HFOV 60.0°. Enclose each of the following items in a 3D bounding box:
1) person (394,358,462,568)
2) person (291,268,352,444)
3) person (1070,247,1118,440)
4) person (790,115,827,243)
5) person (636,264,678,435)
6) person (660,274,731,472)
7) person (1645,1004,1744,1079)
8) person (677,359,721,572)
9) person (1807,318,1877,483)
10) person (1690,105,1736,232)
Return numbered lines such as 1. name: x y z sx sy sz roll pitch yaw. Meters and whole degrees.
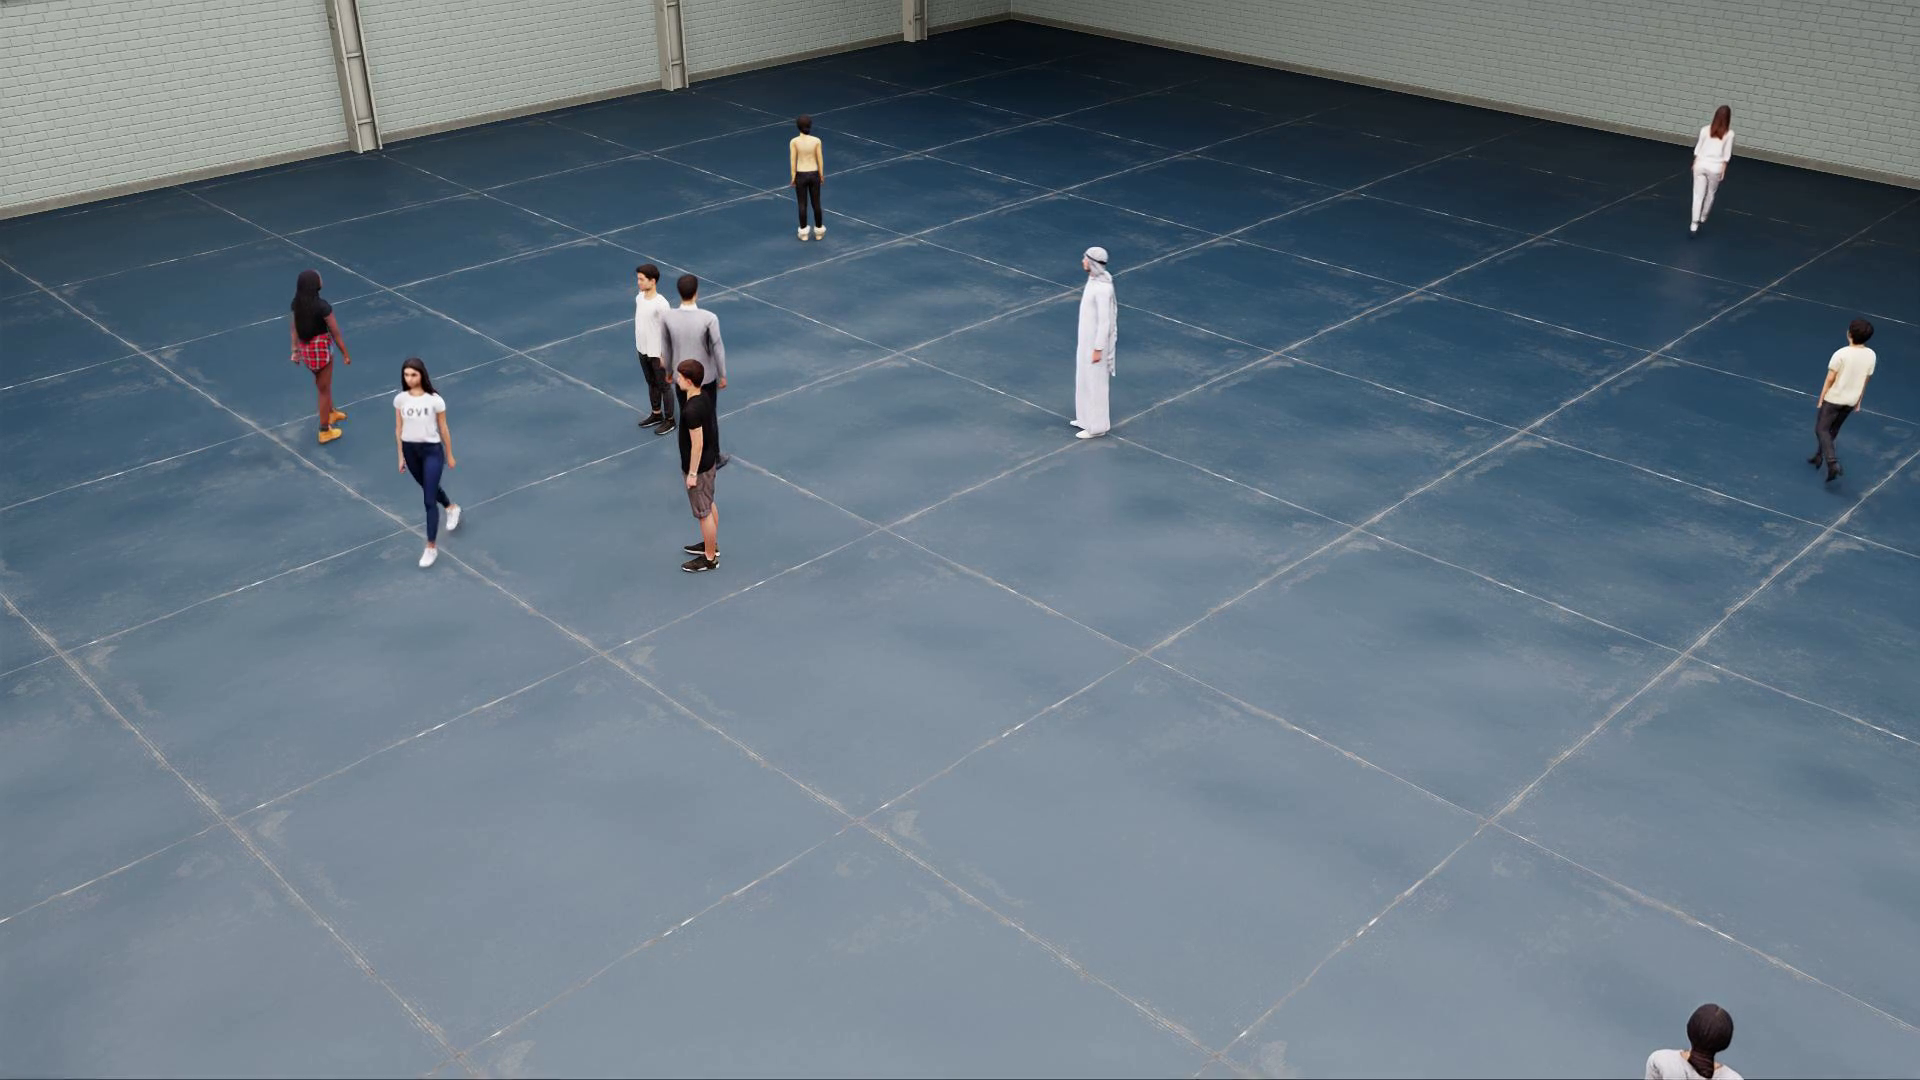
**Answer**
1. person: -4.548 -0.732 14.232 1.052 1.734 1.200 4 28 7
2. person: -6.317 -1.764 16.207 0.824 1.699 0.920 11 30 20
3. person: 1.321 -1.943 16.301 0.835 1.926 0.801 -3 28 -6
4. person: -2.009 -4.776 21.905 0.655 1.659 0.743 -5 28 -9
5. person: -3.022 -1.908 16.452 0.613 1.722 0.514 25 37 38
6. person: -2.494 -1.556 15.578 0.833 1.922 0.860 3 28 6
7. person: 3.252 2.805 7.547 0.646 1.774 0.627 14 31 25
8. person: -2.186 -0.640 13.922 0.813 1.862 0.764 -1 28 -2
9. person: 8.181 -1.270 15.419 0.955 1.567 0.975 -3 28 -6
10. person: 9.983 -4.923 22.192 0.889 1.648 1.166 11 30 20
